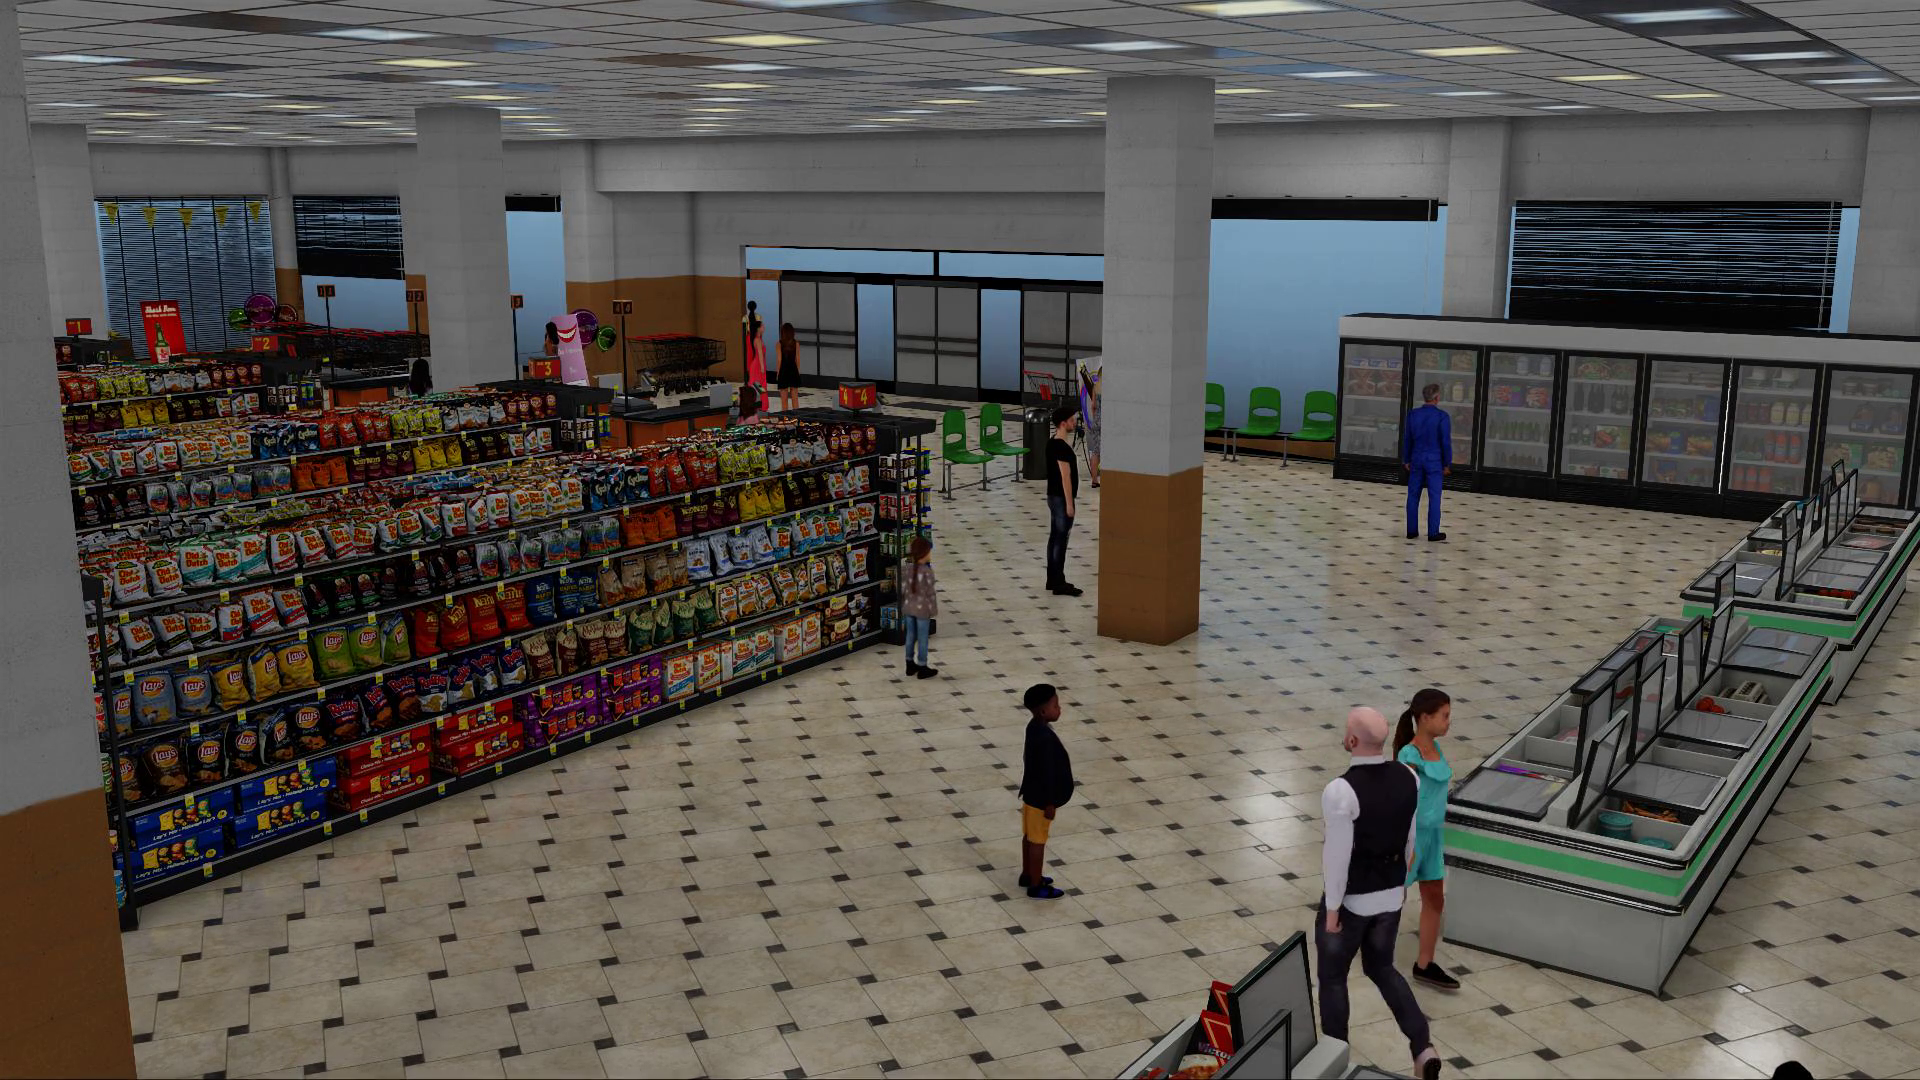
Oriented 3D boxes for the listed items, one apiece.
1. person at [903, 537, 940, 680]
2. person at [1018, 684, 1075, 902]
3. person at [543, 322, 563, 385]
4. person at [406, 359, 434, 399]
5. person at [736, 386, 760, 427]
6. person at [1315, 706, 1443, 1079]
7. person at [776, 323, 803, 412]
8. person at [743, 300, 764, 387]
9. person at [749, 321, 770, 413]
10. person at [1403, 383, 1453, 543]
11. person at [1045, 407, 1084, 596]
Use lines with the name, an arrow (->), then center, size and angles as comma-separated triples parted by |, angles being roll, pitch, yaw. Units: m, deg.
person -> -0.353, 0.563, 13.962 | 0.492, 1.194, 0.487 | 10, 16, 40
person -> 0.455, 1.439, 9.621 | 0.673, 1.270, 0.618 | -3, 12, -13
person -> -7.536, -3.217, 30.819 | 0.784, 1.645, 0.641 | 2, 12, 7
person -> -7.594, -1.715, 23.540 | 0.671, 1.705, 0.707 | -1, 12, -4
person -> -2.461, -0.910, 19.484 | 0.717, 1.803, 0.686 | -4, 12, -17
person -> 1.846, 1.637, 7.375 | 1.102, 1.807, 1.040 | -7, 14, -29
person -> -2.914, -2.765, 28.213 | 0.627, 1.834, 0.725 | -5, 13, -22
person -> -4.295, -4.076, 34.541 | 0.632, 1.793, 0.737 | -5, 13, -23
person -> -3.641, -3.103, 30.083 | 0.749, 1.726, 0.715 | -4, 13, -19
person -> 5.456, -0.915, 19.441 | 0.732, 1.830, 0.564 | 10, 15, 39
person -> 1.021, -0.406, 16.859 | 0.805, 1.896, 0.750 | -2, 12, -11
